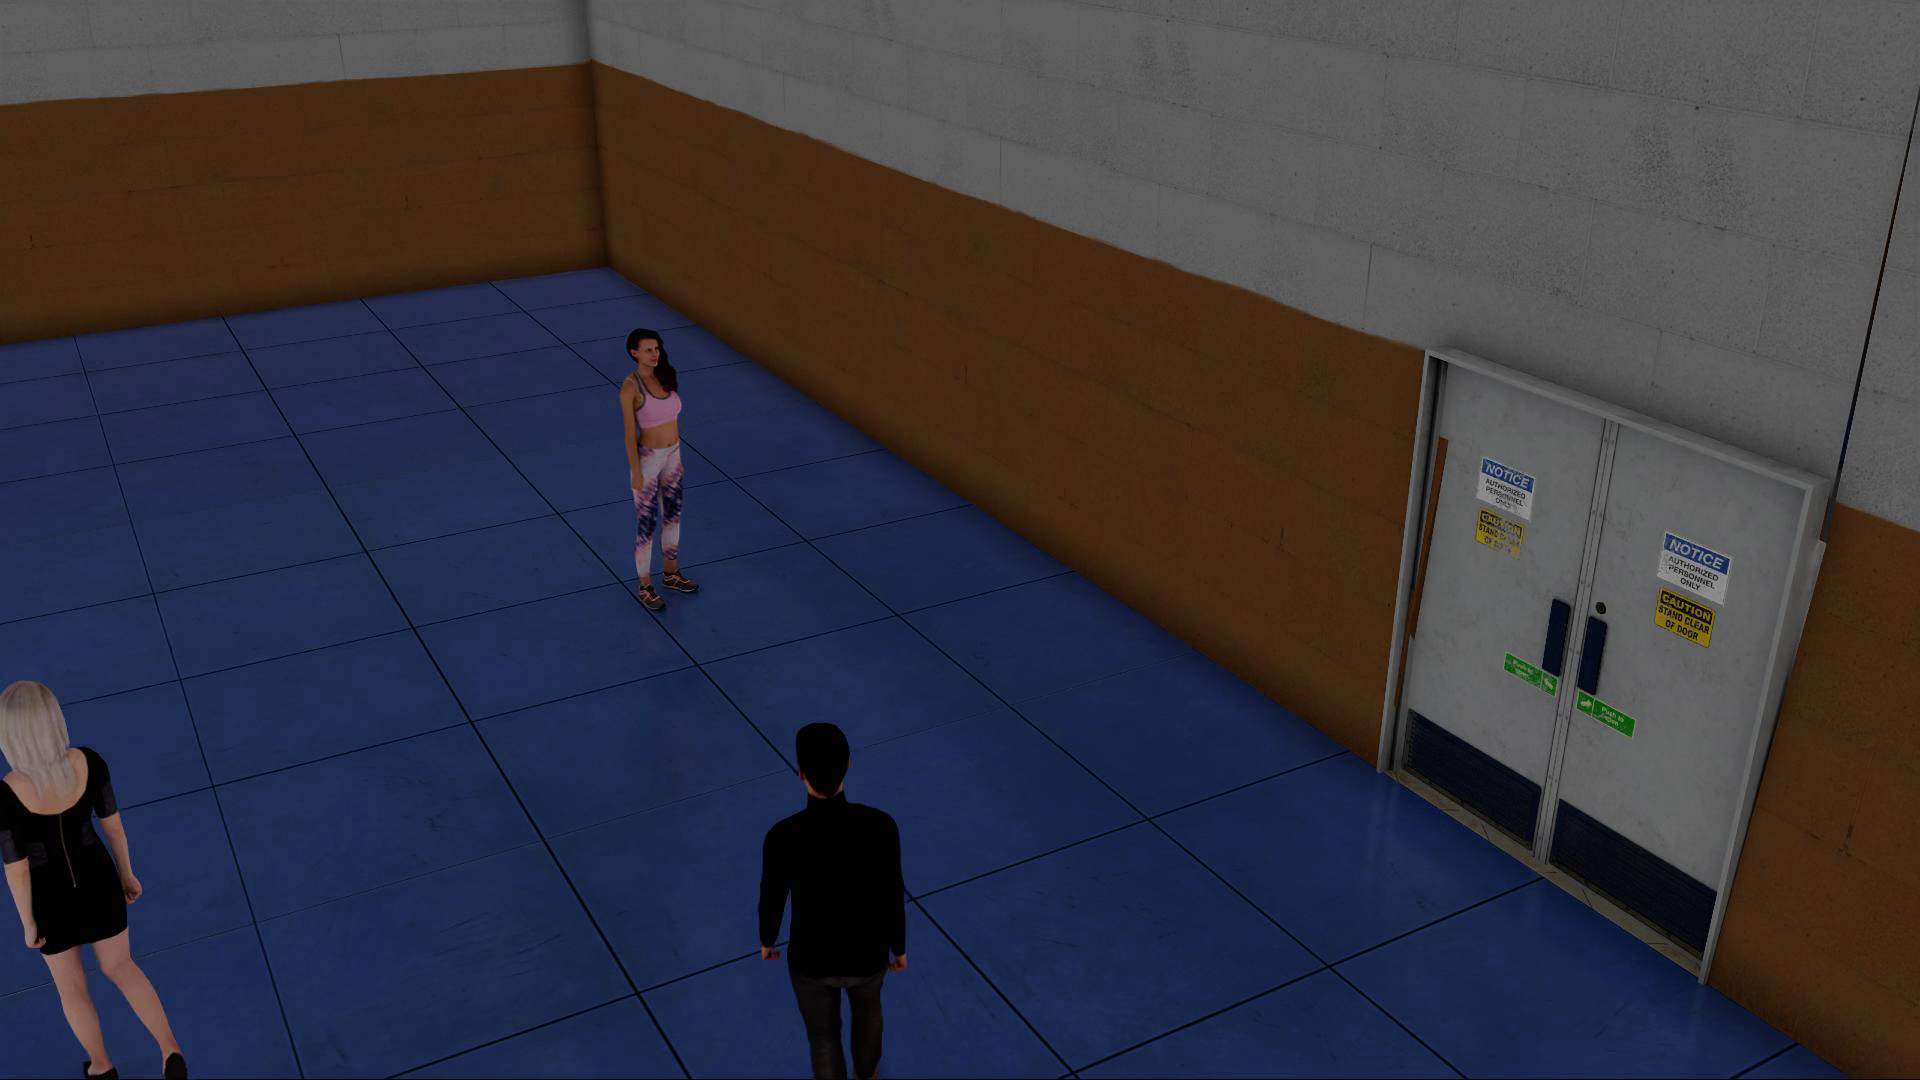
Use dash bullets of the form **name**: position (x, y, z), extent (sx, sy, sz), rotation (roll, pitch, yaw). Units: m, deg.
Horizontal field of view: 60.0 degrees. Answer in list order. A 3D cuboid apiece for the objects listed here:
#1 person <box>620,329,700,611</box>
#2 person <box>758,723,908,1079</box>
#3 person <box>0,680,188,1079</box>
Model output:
- **person**: position (-1.886, -0.459, 10.324), extent (0.725, 1.767, 0.603), rotation (16, 28, 31)
- **person**: position (-0.432, 1.472, 5.973), extent (0.755, 1.717, 0.840), rotation (-5, 24, -11)
- **person**: position (-3.201, 1.364, 6.098), extent (0.866, 1.814, 0.977), rotation (17, 29, 34)
